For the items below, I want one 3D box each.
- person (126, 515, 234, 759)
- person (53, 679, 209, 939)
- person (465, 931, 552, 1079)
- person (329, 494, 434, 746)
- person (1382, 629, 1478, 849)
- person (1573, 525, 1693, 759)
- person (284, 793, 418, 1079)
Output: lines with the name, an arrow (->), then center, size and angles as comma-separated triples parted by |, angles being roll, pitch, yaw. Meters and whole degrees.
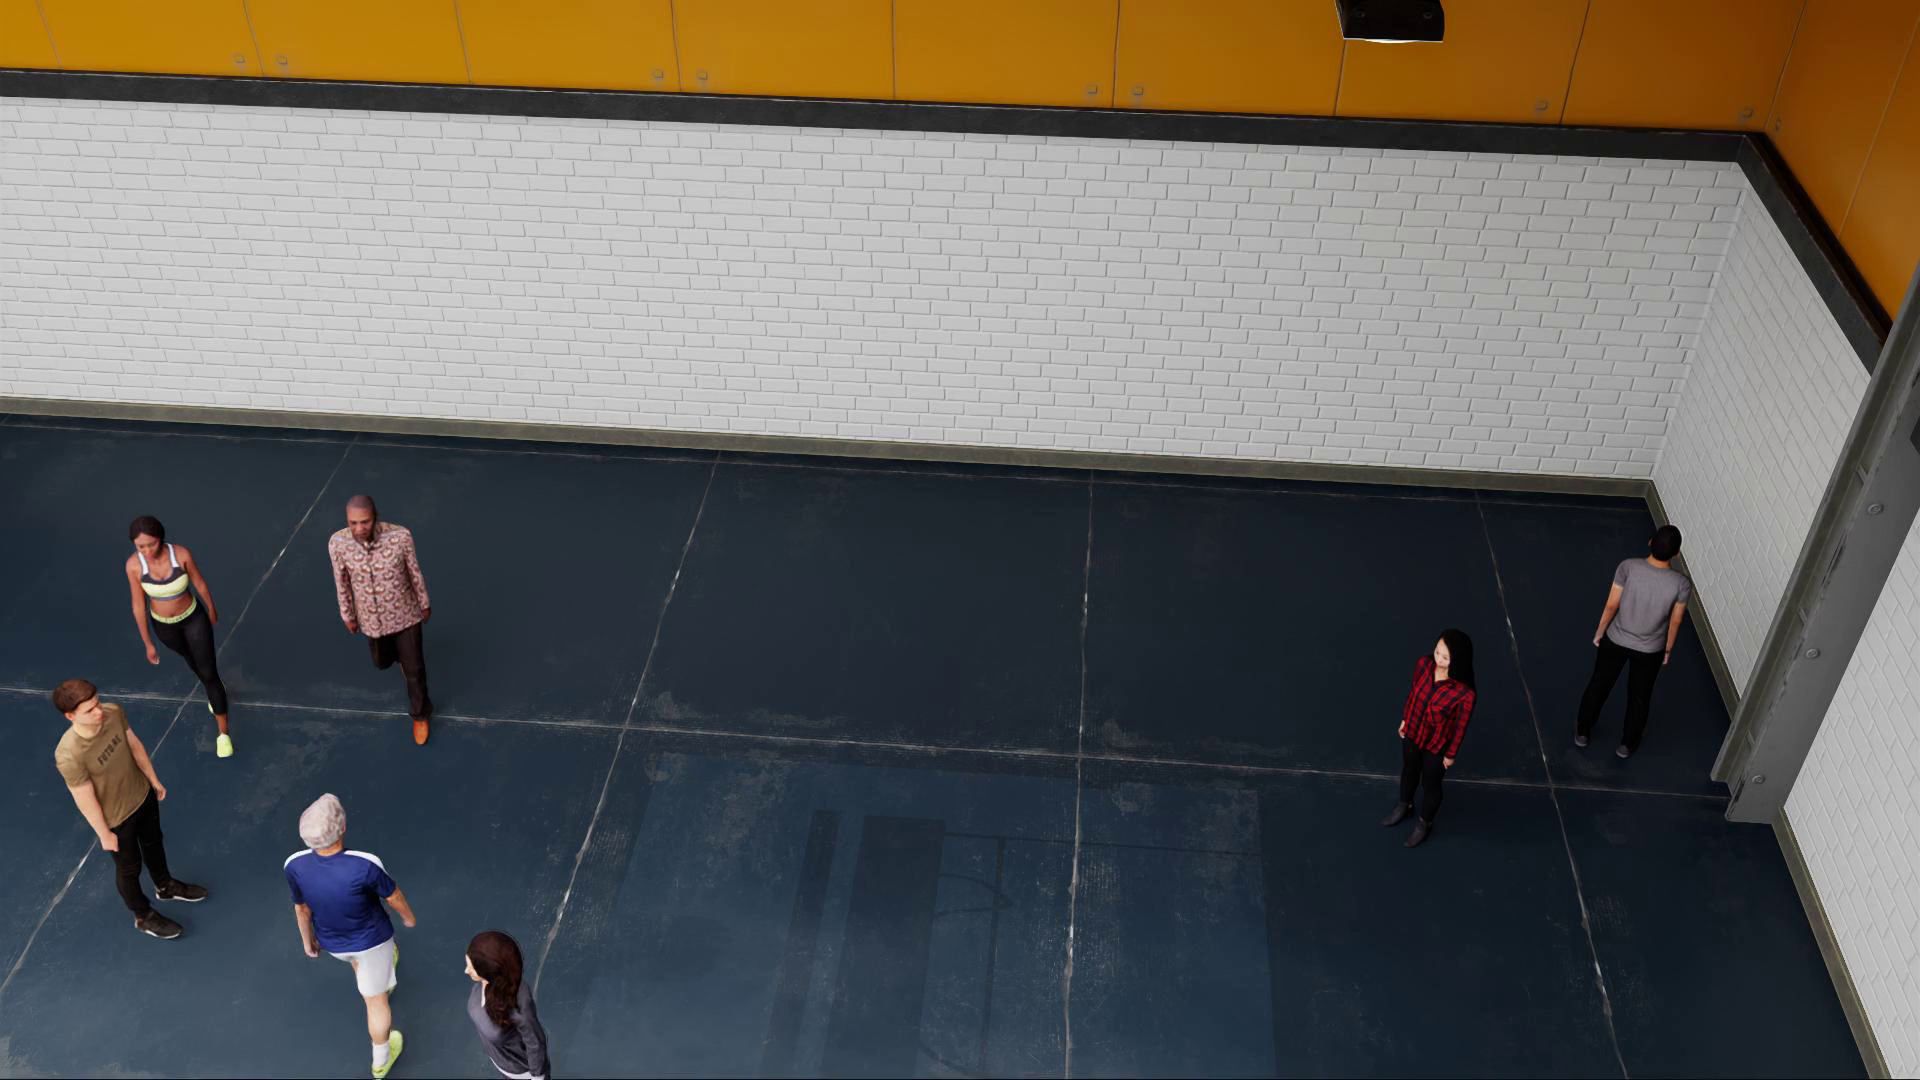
person -> -4.946, 0.478, 10.568 | 0.835, 1.711, 1.131 | -10, 40, -13
person -> -4.660, 1.462, 9.226 | 0.728, 1.849, 0.517 | 7, 39, 9
person -> -2.122, 2.466, 8.033 | 0.732, 1.769, 0.680 | -29, 47, -31
person -> -3.637, 0.406, 10.600 | 0.873, 1.784, 1.125 | -7, 39, -9
person -> 2.785, 1.137, 9.791 | 0.717, 1.652, 0.634 | -22, 44, -25
person -> 4.200, 0.622, 10.354 | 0.689, 1.754, 0.669 | 17, 42, 20
person -> -3.108, 2.085, 8.482 | 0.707, 1.803, 1.036 | 0, 39, 1
